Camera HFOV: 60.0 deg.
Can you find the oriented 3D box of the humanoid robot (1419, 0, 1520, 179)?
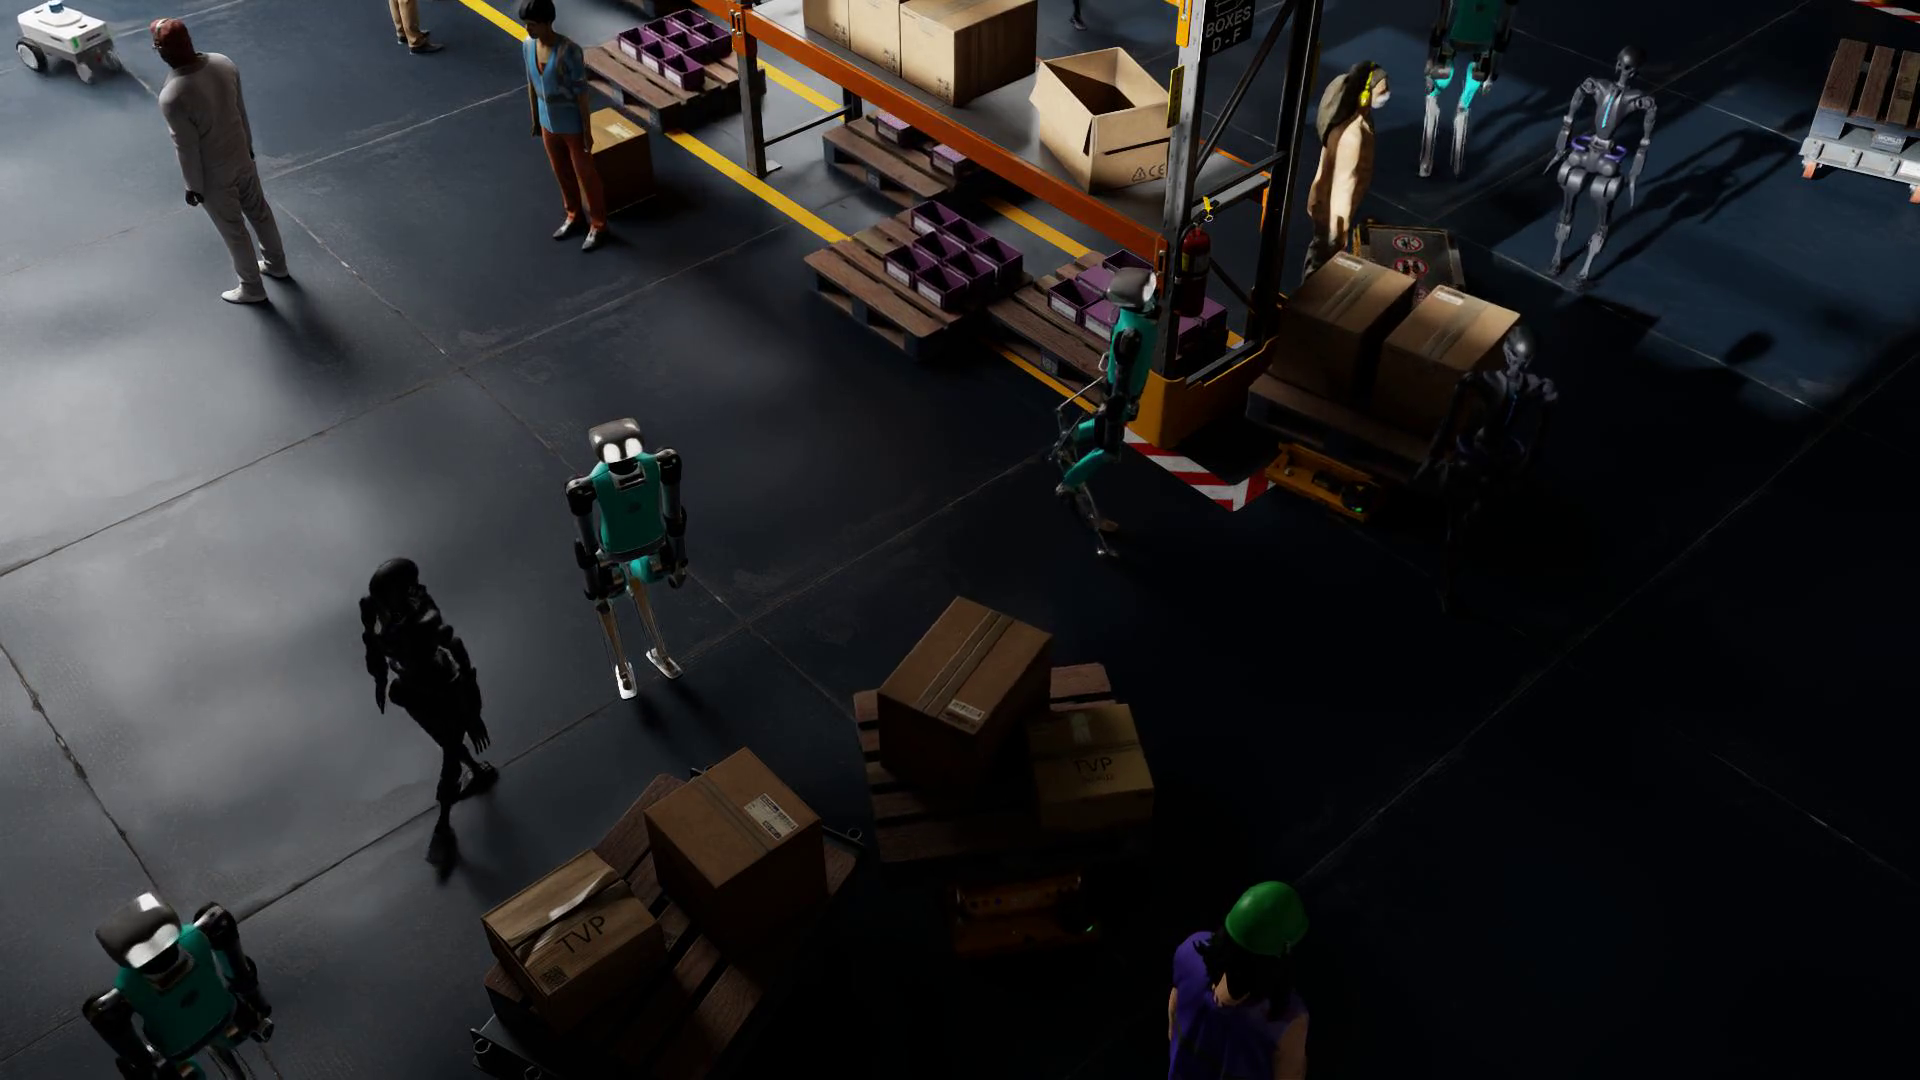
[{"bbox_3d":[3.510,-3.356,11.692,0.535,1.829,0.689,6,43,6],"label":"humanoid robot"}]

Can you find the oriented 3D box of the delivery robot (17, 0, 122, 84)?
[{"bbox_3d":[-7.127,-4.006,13.246,0.775,0.601,0.499,22,47,22],"label":"delivery robot"}]

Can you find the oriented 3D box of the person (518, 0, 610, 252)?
[{"bbox_3d":[-2.635,-2.757,10.994,0.506,1.758,0.341,20,46,21],"label":"person"}]

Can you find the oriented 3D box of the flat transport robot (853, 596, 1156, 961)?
[{"bbox_3d":[0.184,1.261,7.723,0.659,0.231,1.431,-6,43,-7],"label":"flat transport robot"}]

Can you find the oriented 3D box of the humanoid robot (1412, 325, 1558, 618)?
[{"bbox_3d":[2.651,-0.420,8.535,0.616,1.631,0.738,1,43,1],"label":"humanoid robot"}]

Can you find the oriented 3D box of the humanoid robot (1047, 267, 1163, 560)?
[{"bbox_3d":[0.675,-0.674,8.735,0.674,1.791,0.543,13,44,13],"label":"humanoid robot"}]

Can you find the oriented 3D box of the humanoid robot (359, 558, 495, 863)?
[{"bbox_3d":[-2.372,0.698,7.305,0.611,1.632,0.634,16,45,17],"label":"humanoid robot"}]

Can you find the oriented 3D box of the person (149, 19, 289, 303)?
[{"bbox_3d":[-4.685,-2.375,10.474,0.411,1.902,0.637,11,44,12],"label":"person"}]

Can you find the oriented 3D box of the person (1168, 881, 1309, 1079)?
[{"bbox_3d":[0.951,1.860,5.850,0.533,1.924,0.419,34,52,31],"label":"person"}]

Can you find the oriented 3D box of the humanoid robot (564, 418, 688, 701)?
[{"bbox_3d":[-1.611,0.013,7.898,0.533,1.677,0.735,-21,47,-22],"label":"humanoid robot"}]

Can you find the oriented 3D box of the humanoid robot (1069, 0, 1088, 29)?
[{"bbox_3d":[0.990,-5.047,13.546,0.611,1.640,0.512,-14,44,-15],"label":"humanoid robot"}]

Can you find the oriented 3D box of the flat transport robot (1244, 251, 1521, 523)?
[{"bbox_3d":[2.433,-0.658,9.811,0.659,0.231,1.431,27,49,26],"label":"flat transport robot"}]

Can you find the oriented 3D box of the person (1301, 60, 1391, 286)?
[{"bbox_3d":[2.292,-2.049,10.147,0.390,1.869,0.555,10,43,10],"label":"person"}]

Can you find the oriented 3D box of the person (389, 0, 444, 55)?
[{"bbox_3d":[-4.443,-4.732,13.144,0.342,1.748,0.572,-24,48,-24],"label":"person"}]

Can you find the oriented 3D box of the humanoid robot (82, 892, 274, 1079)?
[{"bbox_3d":[-2.875,1.817,6.129,0.803,1.884,0.538,26,49,26],"label":"humanoid robot"}]

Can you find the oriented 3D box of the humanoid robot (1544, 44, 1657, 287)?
[{"bbox_3d":[4.069,-2.398,10.662,0.608,1.649,0.371,25,48,25],"label":"humanoid robot"}]

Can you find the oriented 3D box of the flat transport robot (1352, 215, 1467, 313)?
[{"bbox_3d":[2.949,-1.652,10.891,0.659,0.231,1.431,4,43,5],"label":"flat transport robot"}]
